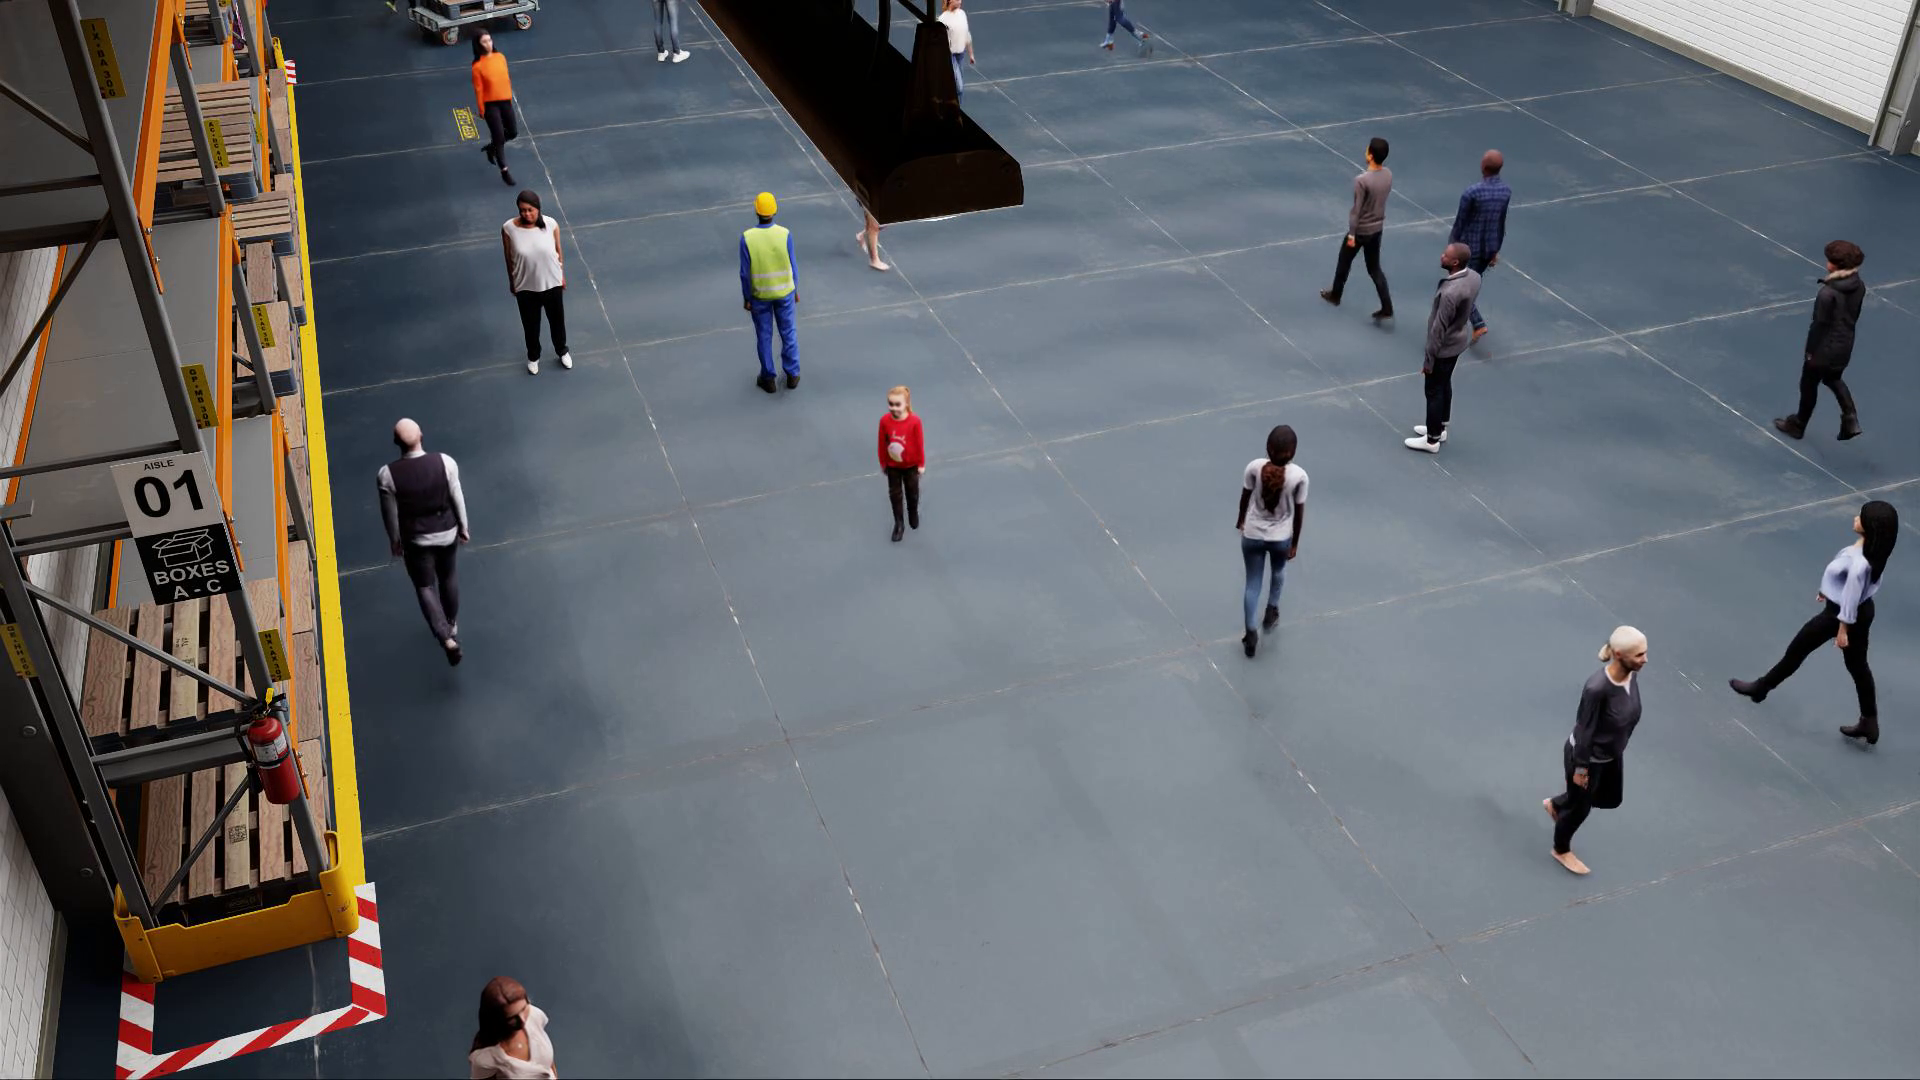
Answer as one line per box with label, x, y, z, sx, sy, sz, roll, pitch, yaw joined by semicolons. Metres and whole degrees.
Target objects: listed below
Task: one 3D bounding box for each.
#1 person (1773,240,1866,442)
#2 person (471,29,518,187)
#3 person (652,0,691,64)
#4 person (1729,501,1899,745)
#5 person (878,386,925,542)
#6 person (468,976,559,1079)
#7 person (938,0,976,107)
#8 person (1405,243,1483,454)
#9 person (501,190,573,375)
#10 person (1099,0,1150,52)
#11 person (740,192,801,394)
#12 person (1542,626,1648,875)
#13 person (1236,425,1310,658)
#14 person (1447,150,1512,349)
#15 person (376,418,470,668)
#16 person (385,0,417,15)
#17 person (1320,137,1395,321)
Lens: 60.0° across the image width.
person;7.198;-1.550;13.622;0.711;1.750;0.979;-14;36;-20
person;-5.241;-4.854;18.605;0.960;1.737;0.863;22;40;30
person;-3.987;-7.363;22.275;0.759;1.852;0.783;9;35;13
person;5.680;0.553;10.513;1.260;1.690;0.987;29;43;36
person;-0.433;-0.608;12.639;0.605;1.270;0.668;3;34;4
person;-1.950;2.569;7.473;0.715;1.697;0.669;20;38;27
person;-0.144;-5.835;20.109;0.875;1.706;0.795;24;40;31
person;3.987;-1.579;13.608;0.794;1.815;0.789;22;40;30
person;-3.753;-2.314;14.828;0.655;1.687;0.594;-10;35;-15
person;2.234;-7.400;22.558;1.051;1.601;0.980;16;37;22
person;-1.649;-2.156;14.479;0.673;1.812;0.562;-10;35;-14
person;3.587;1.165;9.570;0.705;1.715;0.762;-23;40;-31
person;2.081;0.035;11.281;0.842;1.702;0.957;6;34;8
person;4.767;-2.651;15.236;0.647;1.797;1.013;-12;35;-17
person;-3.554;0.038;11.190;0.783;1.798;1.137;-16;37;-23
person;-8.062;-8.251;23.894;0.800;1.539;0.792;25;41;33
person;3.883;-2.866;15.620;0.830;1.730;1.194;-17;37;-23
